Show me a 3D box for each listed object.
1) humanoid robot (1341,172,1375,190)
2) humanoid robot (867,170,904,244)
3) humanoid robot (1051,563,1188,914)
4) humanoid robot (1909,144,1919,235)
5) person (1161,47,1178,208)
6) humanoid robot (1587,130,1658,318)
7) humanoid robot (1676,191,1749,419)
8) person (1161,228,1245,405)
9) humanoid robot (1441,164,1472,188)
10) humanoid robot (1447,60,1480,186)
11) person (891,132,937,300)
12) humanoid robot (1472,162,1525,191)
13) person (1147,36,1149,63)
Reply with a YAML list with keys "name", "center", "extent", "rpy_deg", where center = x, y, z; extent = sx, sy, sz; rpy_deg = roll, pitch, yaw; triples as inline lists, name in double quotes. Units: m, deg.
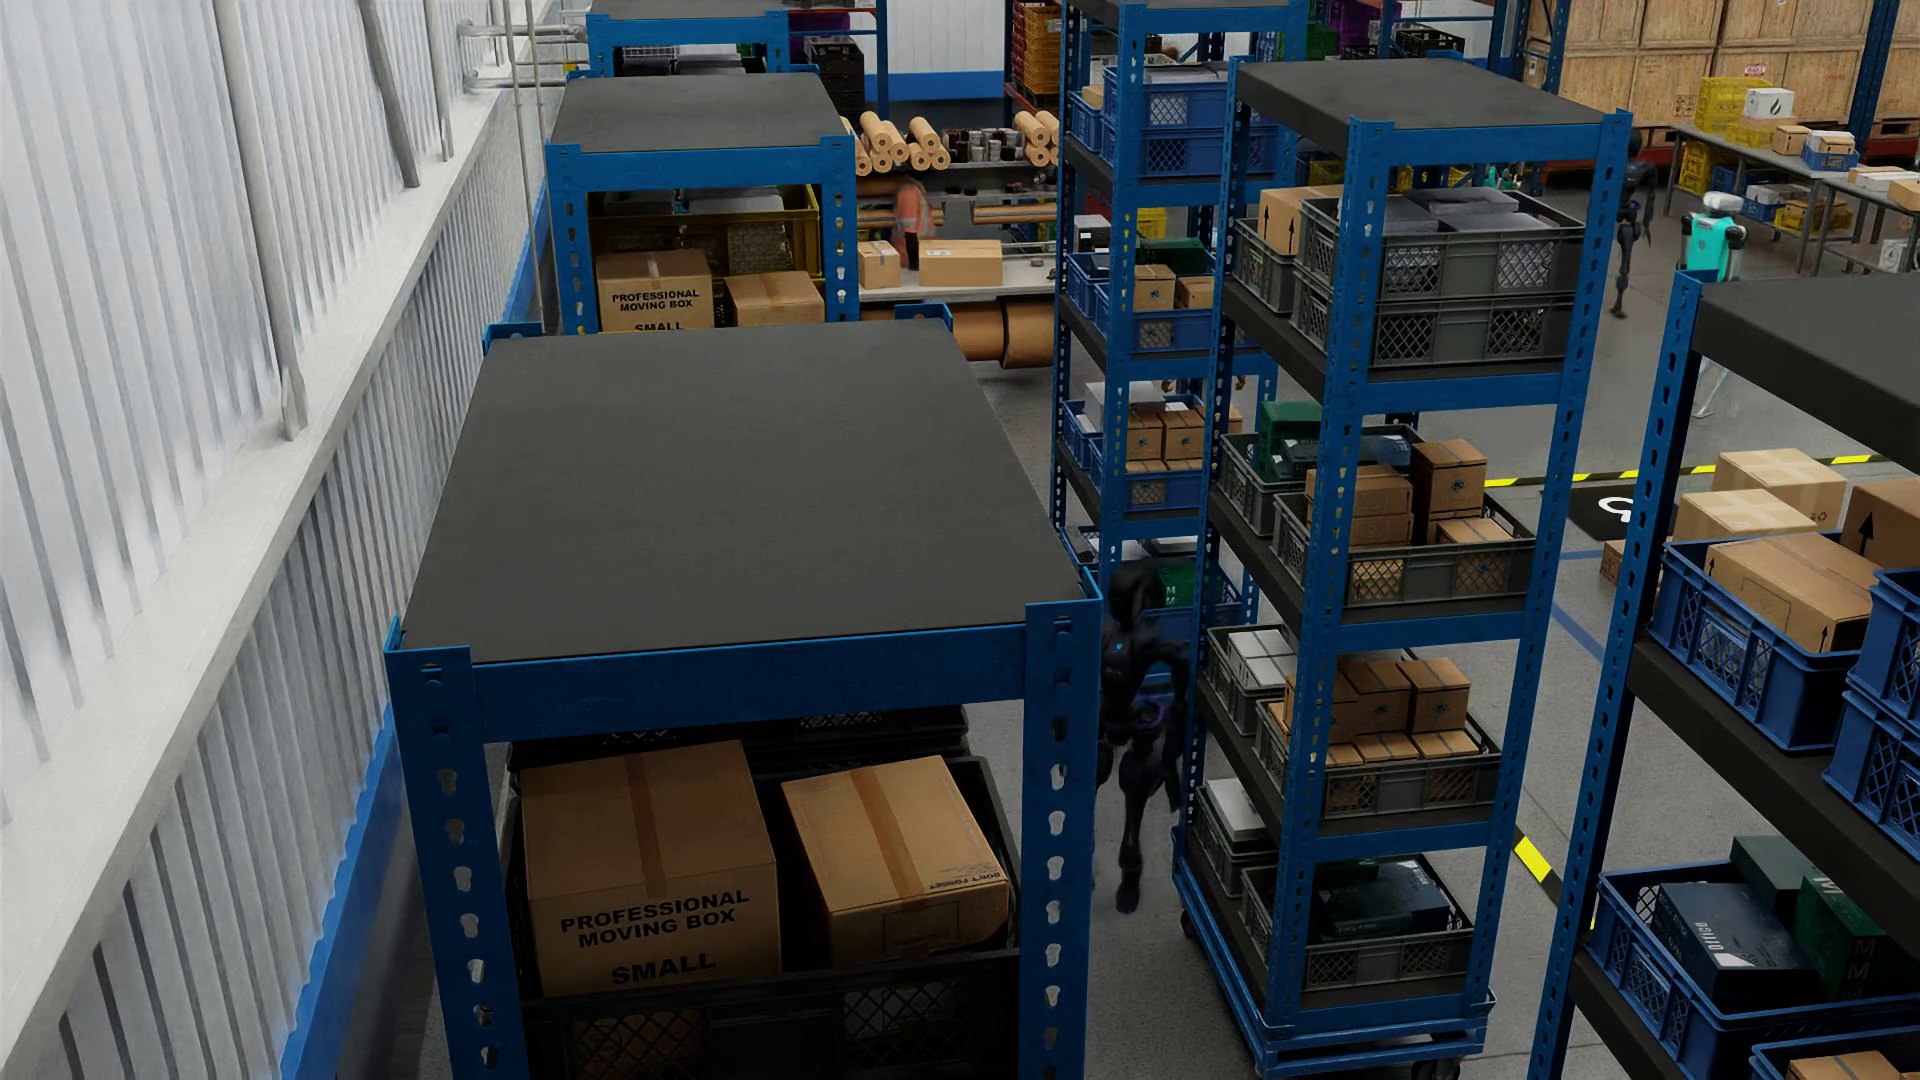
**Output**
- name: "humanoid robot"
  center: [3.437, -2.648, 14.403]
  extent: [0.759, 1.620, 0.614]
  rpy_deg: [7, 26, 15]
- name: "humanoid robot"
  center: [-0.528, -2.205, 13.413]
  extent: [0.602, 1.648, 0.452]
  rpy_deg: [-12, 28, -25]
- name: "humanoid robot"
  center: [0.639, 0.828, 6.803]
  extent: [0.603, 1.639, 0.368]
  rpy_deg: [9, 26, 19]
- name: "humanoid robot"
  center: [8.974, -3.104, 15.352]
  extent: [0.536, 1.802, 0.973]
  rpy_deg: [17, 30, 33]
- name: "person"
  center: [2.178, -4.490, 18.239]
  extent: [0.689, 1.794, 0.697]
  rpy_deg: [-17, 30, -33]
- name: "humanoid robot"
  center: [5.890, -2.861, 14.888]
  extent: [0.586, 1.633, 0.747]
  rpy_deg: [2, 25, 4]
- name: "humanoid robot"
  center: [5.570, -1.731, 12.143]
  extent: [0.735, 1.677, 0.533]
  rpy_deg: [-11, 27, -23]
- name: "person"
  center: [1.593, -1.124, 10.846]
  extent: [0.593, 1.851, 0.398]
  rpy_deg: [-4, 25, -9]
- name: "humanoid robot"
  center: [5.040, -4.031, 17.404]
  extent: [0.600, 1.637, 0.642]
  rpy_deg: [-16, 29, -32]
- name: "humanoid robot"
  center: [5.520, -4.484, 18.417]
  extent: [0.589, 1.642, 0.724]
  rpy_deg: [-4, 25, -9]
- name: "person"
  center: [-0.361, -2.234, 13.126]
  extent: [0.368, 1.962, 0.607]
  rpy_deg: [-1, 25, -1]
- name: "humanoid robot"
  center: [5.393, -3.704, 16.476]
  extent: [0.530, 1.700, 0.713]
  rpy_deg: [17, 30, 32]
- name: "person"
  center: [1.873, -4.542, 18.083]
  extent: [0.729, 2.015, 0.448]
  rpy_deg: [2, 25, 3]
